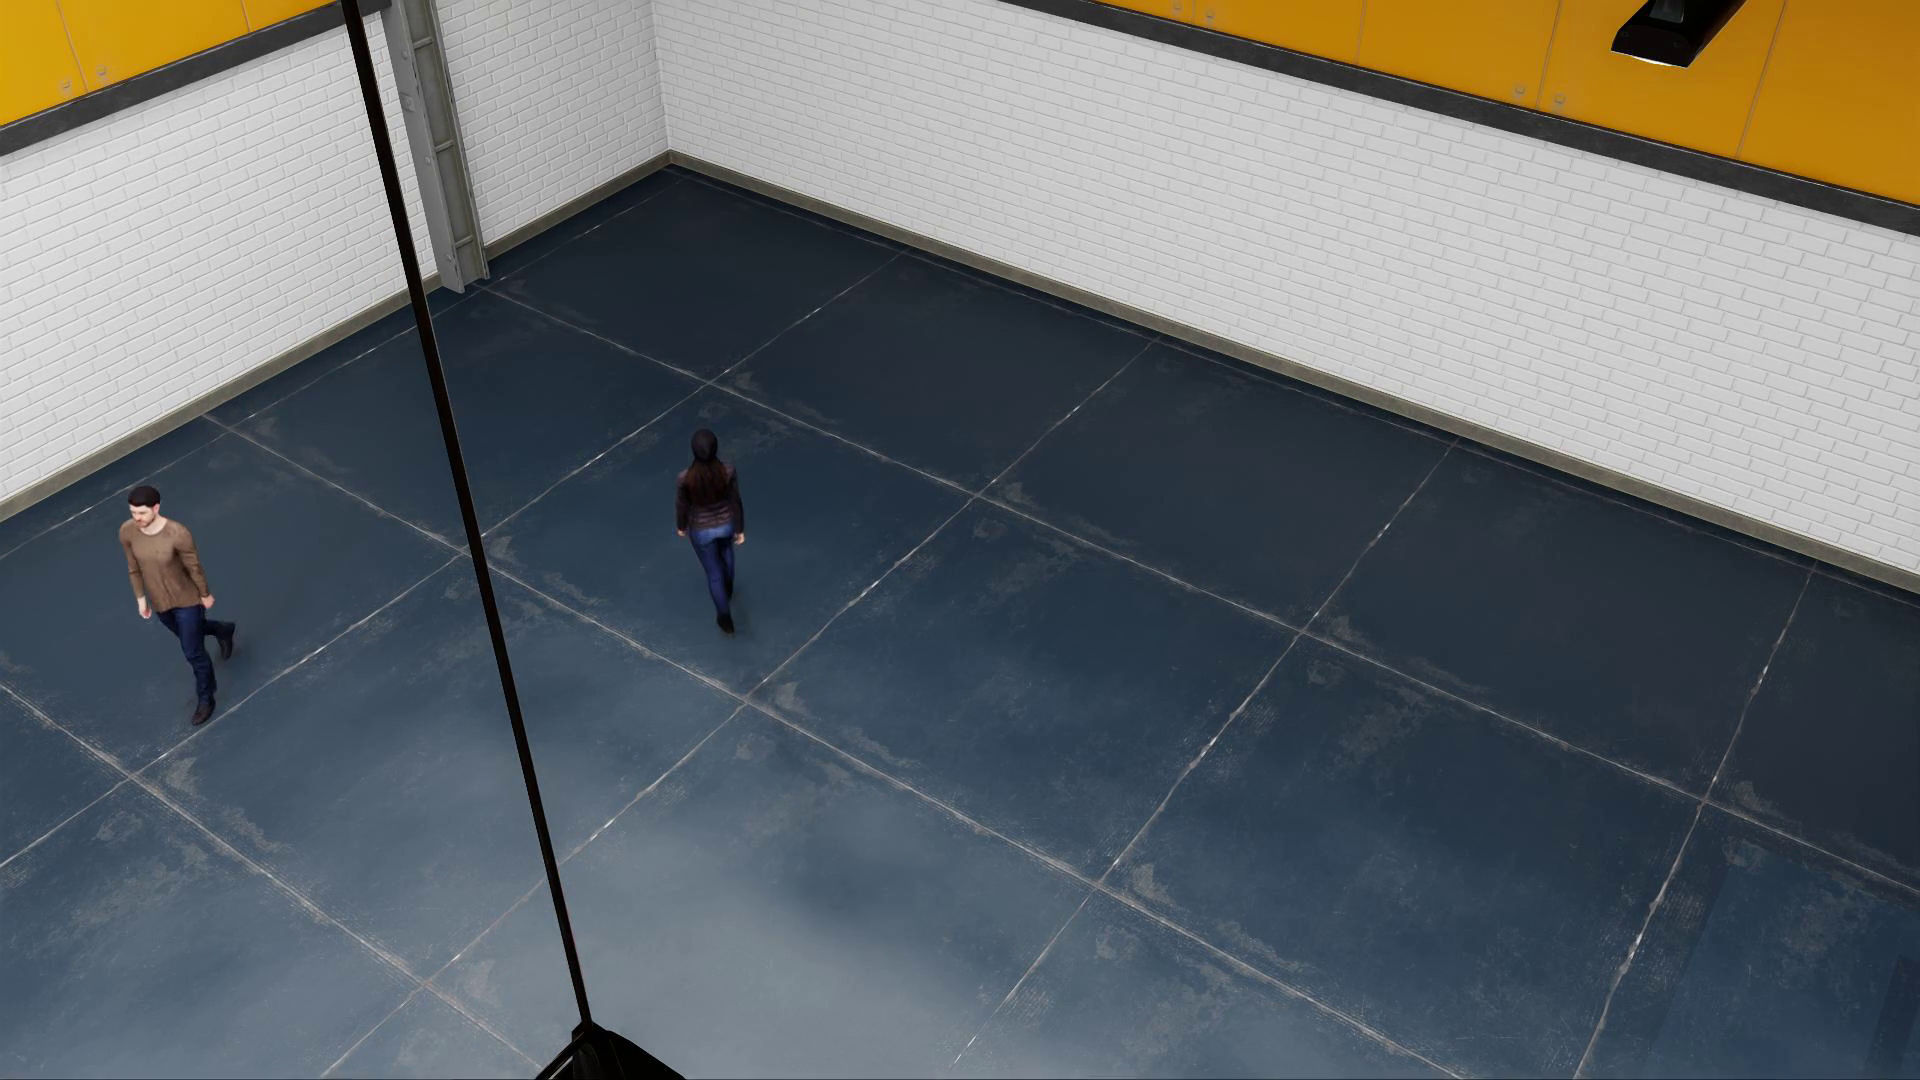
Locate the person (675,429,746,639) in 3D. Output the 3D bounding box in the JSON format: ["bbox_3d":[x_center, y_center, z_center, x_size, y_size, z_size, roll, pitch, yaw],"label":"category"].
[{"bbox_3d":[-1.783,-0.007,12.137,0.918,1.726,0.924,-16,41,-19],"label":"person"}]

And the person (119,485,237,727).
[{"bbox_3d":[-5.432,0.340,11.595,0.975,1.860,1.217,5,39,6],"label":"person"}]
